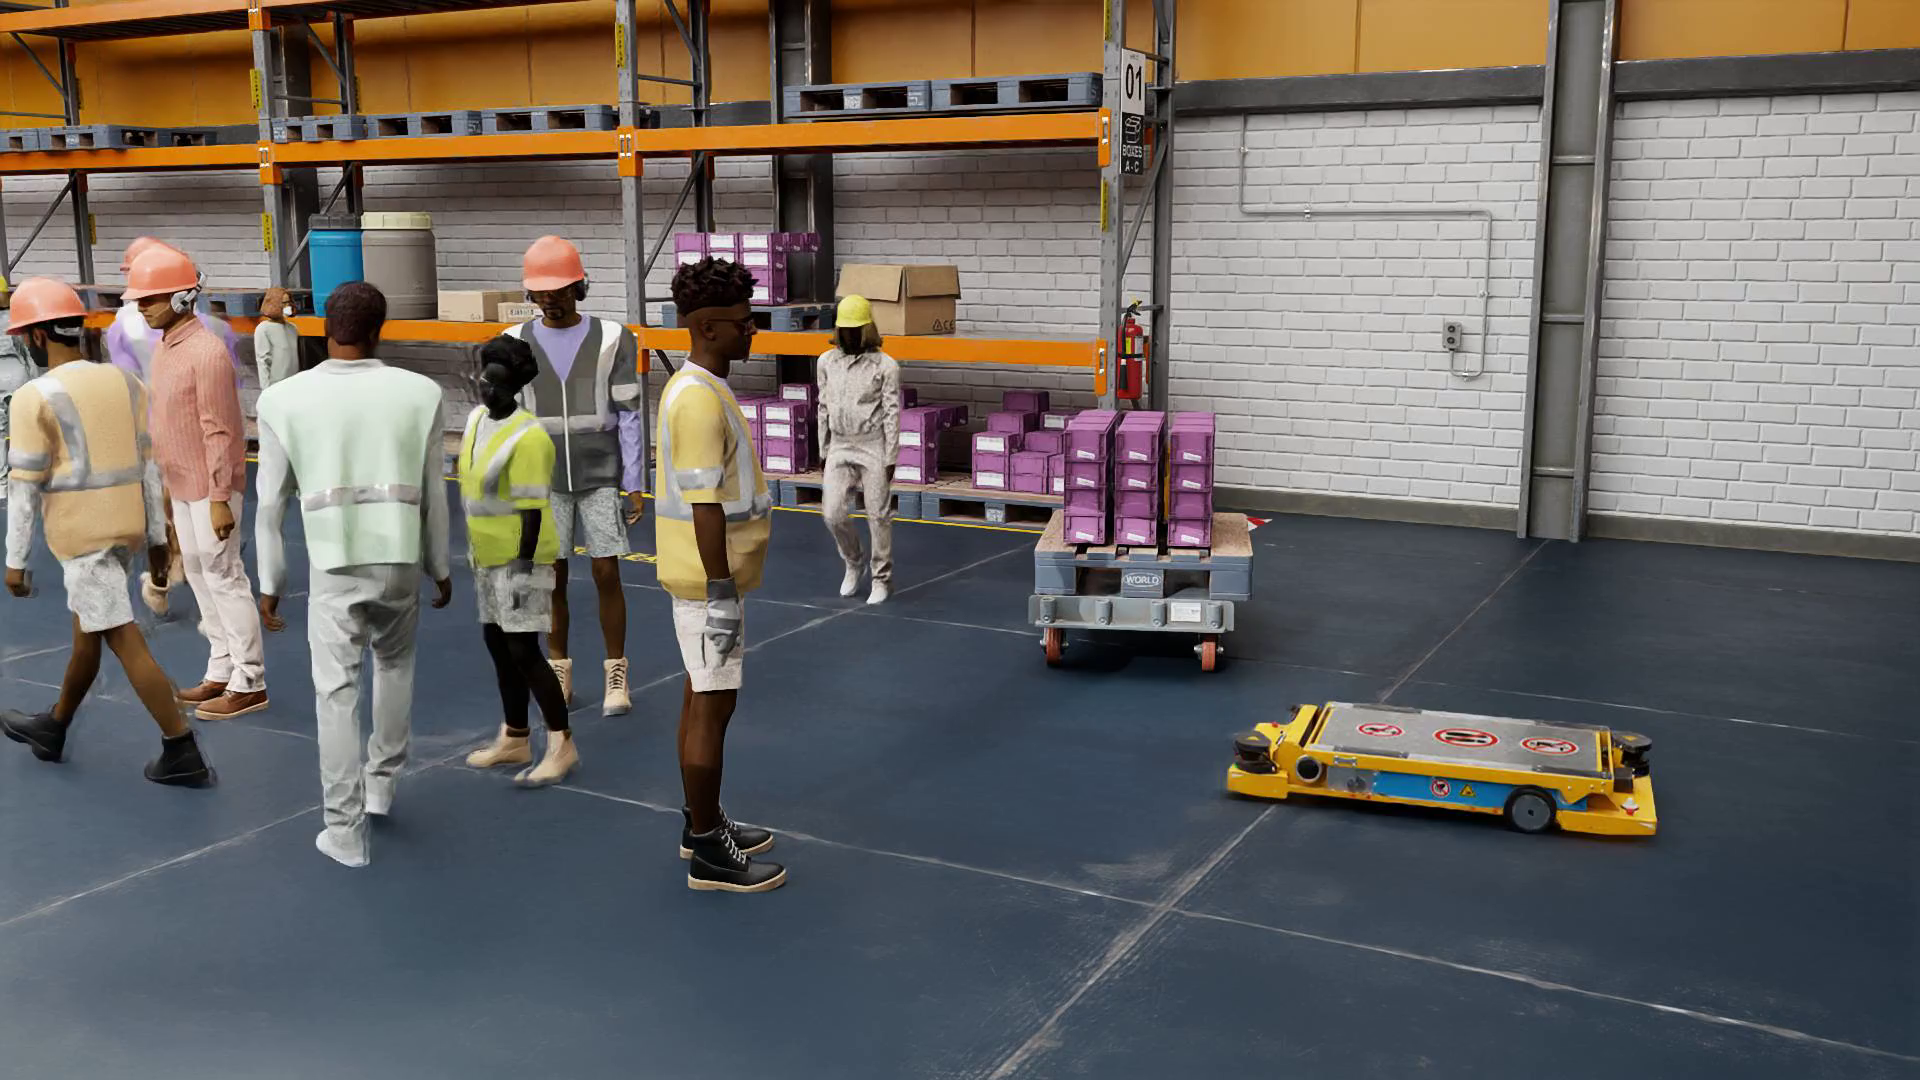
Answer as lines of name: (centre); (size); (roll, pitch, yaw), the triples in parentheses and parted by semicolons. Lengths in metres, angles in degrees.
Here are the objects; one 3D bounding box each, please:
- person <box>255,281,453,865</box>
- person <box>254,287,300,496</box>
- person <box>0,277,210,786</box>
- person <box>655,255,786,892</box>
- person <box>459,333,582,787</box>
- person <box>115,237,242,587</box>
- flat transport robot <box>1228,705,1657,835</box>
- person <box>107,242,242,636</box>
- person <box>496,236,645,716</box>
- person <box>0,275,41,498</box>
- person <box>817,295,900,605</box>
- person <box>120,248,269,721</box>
person: (-2.011, 0.086, 5.560); (0.646, 1.874, 0.727); (-5, 11, -25)
person: (-5.342, -1.172, 13.115); (0.274, 1.632, 0.503); (2, 11, 12)
person: (-3.250, -0.020, 6.138); (1.033, 1.867, 0.560); (3, 11, 16)
person: (-0.763, 0.106, 5.196); (0.367, 1.966, 0.607); (-2, 11, -12)
person: (-1.652, 0.073, 6.188); (0.354, 1.679, 0.568); (-7, 13, -35)
person: (-4.457, -0.697, 9.446); (0.686, 2.025, 0.621); (3, 11, 15)
flat transport robot: (1.744, 0.802, 6.032); (1.431, 0.197, 0.652); (4, 11, 19)
person: (-4.020, -0.515, 8.554); (0.633, 1.985, 1.046); (-8, 13, -37)
person: (-1.646, -0.253, 7.010); (0.623, 2.028, 0.410); (-1, 10, -7)
person: (-7.427, -1.196, 12.947); (0.486, 1.744, 0.296); (-7, 13, -35)
person: (-0.556, -0.481, 9.094); (0.510, 1.711, 0.462); (4, 11, 19)
person: (-3.222, -0.221, 6.979); (0.434, 1.977, 0.601); (-9, 14, -42)
